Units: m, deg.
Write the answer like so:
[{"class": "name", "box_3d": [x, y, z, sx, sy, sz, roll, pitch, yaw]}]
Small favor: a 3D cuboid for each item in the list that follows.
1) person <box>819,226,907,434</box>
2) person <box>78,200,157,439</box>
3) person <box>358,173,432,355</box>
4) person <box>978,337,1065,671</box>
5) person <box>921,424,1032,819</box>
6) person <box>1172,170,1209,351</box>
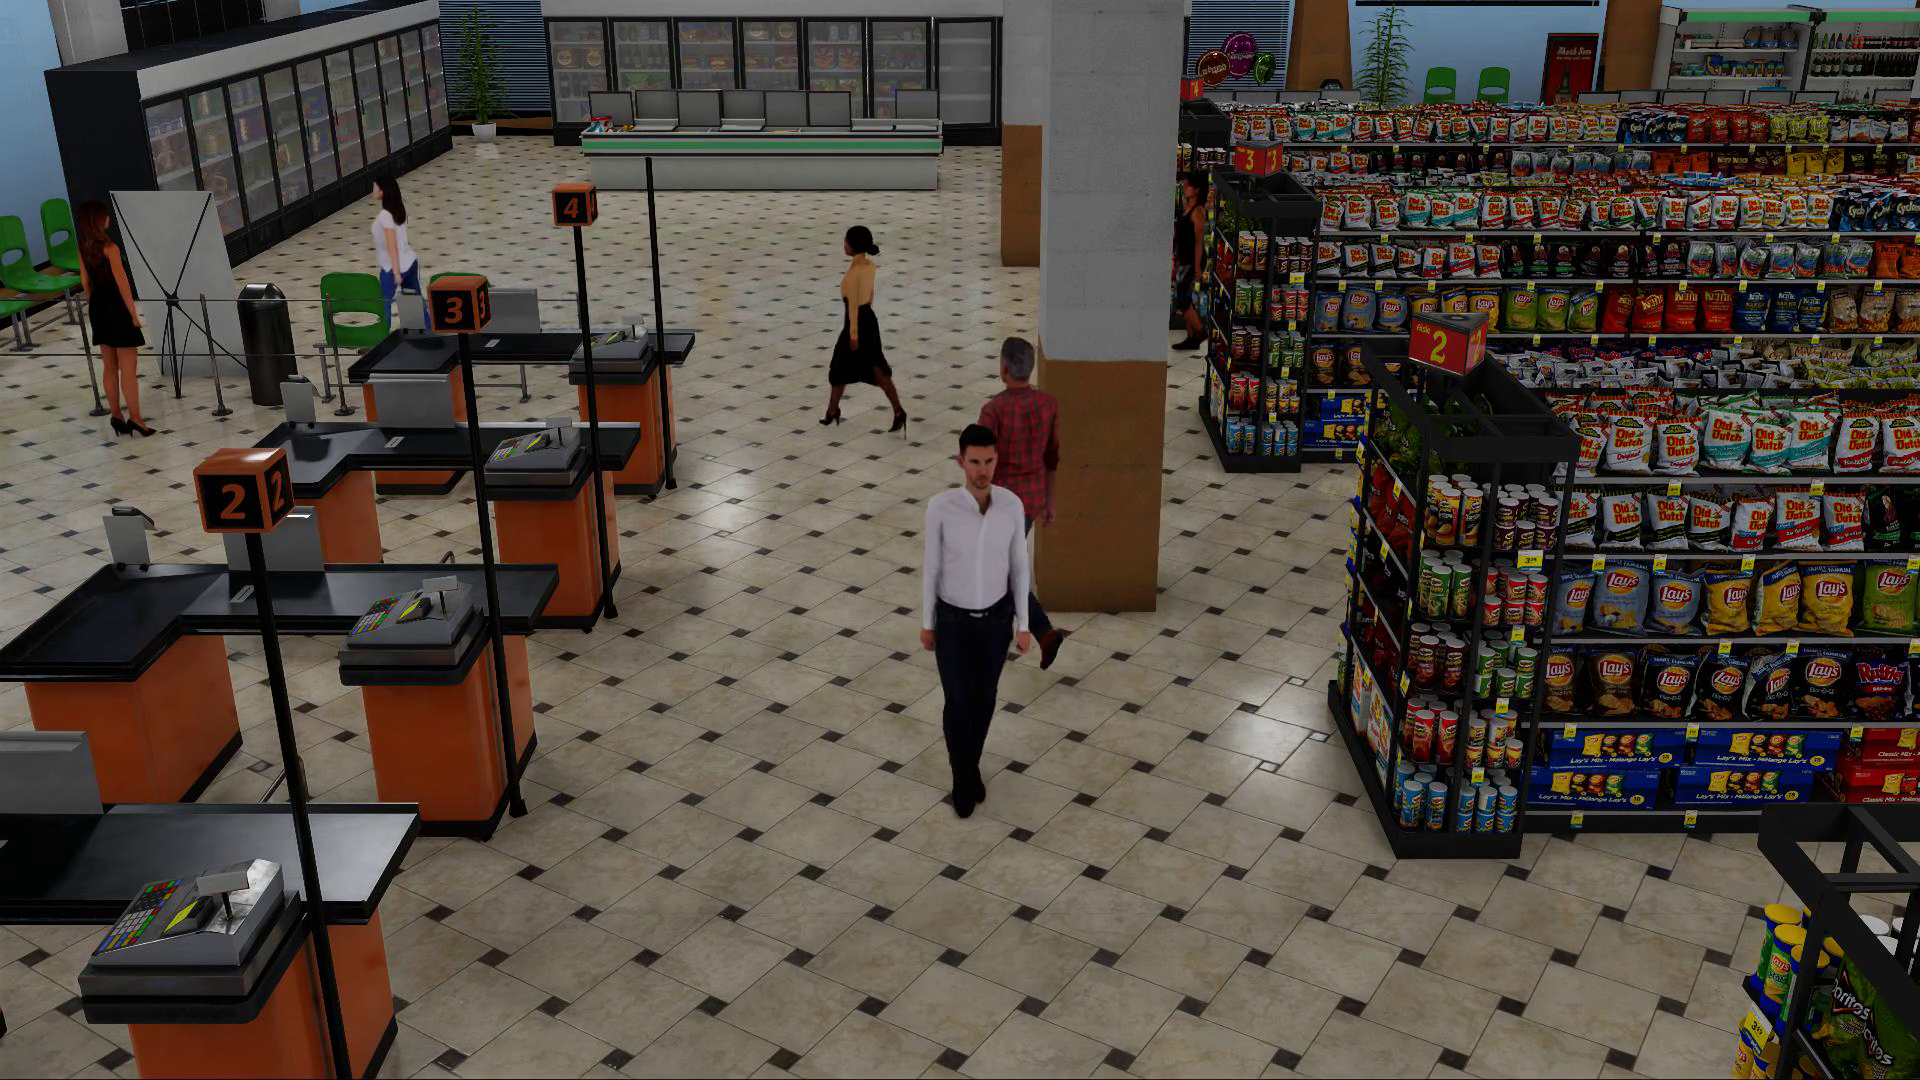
[{"class": "person", "box_3d": [-0.692, -1.562, 12.764, 1.109, 1.613, 0.907, 11, 24, 26]}, {"class": "person", "box_3d": [-6.510, -1.686, 12.777, 0.586, 1.834, 0.714, 9, 23, 20]}, {"class": "person", "box_3d": [-4.875, -2.374, 14.721, 0.913, 1.660, 0.669, 2, 22, 6]}, {"class": "person", "box_3d": [0.337, -0.163, 9.041, 1.178, 1.794, 1.155, -15, 26, -32]}, {"class": "person", "box_3d": [0.045, 0.319, 7.758, 0.704, 1.856, 0.783, -5, 22, -12]}, {"class": "person", "box_3d": [2.176, -2.528, 15.113, 0.600, 1.654, 0.593, -2, 22, -4]}]
